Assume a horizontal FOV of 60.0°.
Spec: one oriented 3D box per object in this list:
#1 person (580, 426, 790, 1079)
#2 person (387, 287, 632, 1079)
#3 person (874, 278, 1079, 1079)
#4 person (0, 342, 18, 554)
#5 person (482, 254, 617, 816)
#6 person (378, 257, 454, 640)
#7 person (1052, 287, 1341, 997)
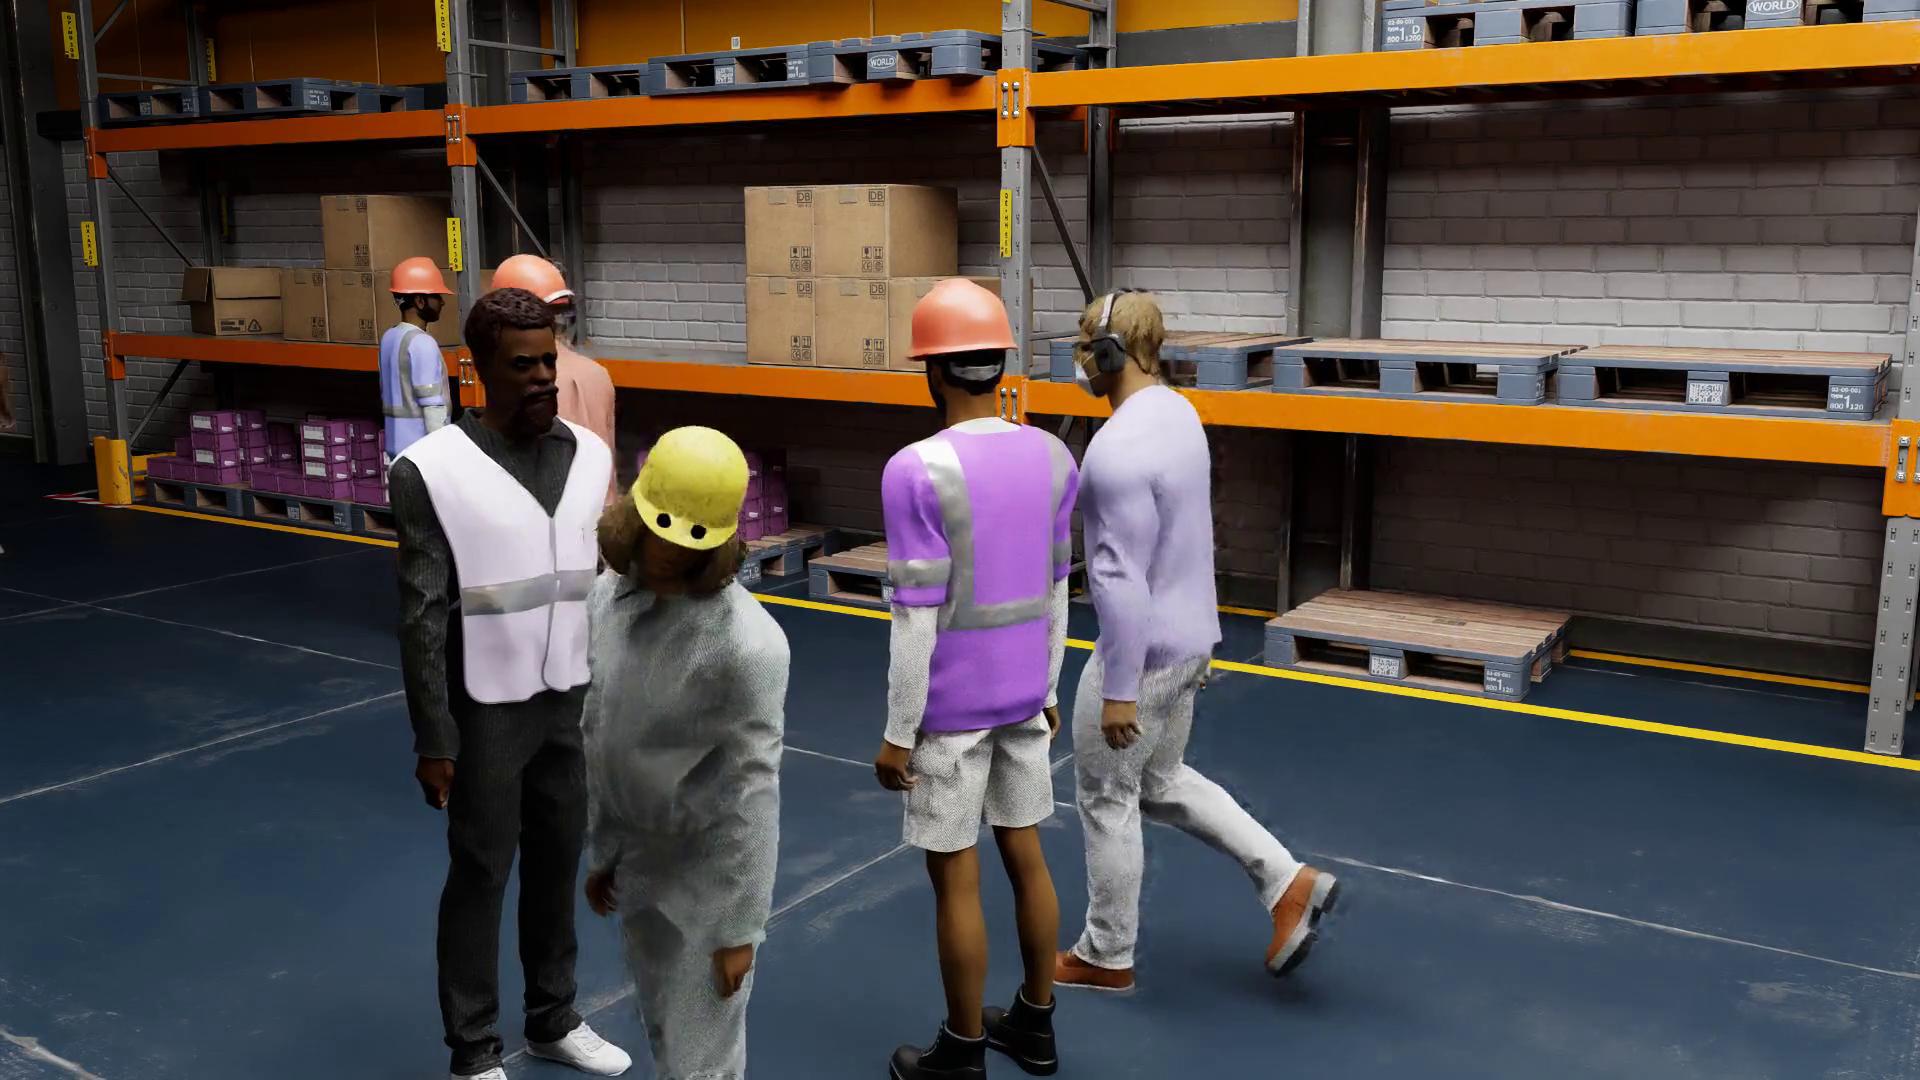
[{"bbox_3d":[-0.518,0.635,3.057,0.504,1.708,0.340,10,14,43],"label":"person"},{"bbox_3d":[-1.035,0.379,3.870,0.372,1.916,0.596,7,12,33],"label":"person"},{"bbox_3d":[0.017,0.363,3.911,0.550,1.933,0.374,-9,14,-41],"label":"person"},{"bbox_3d":[-6.342,-0.884,10.529,0.535,2.000,0.694,4,11,22],"label":"person"},{"bbox_3d":[-1.329,0.025,5.664,0.614,1.975,0.629,5,11,27],"label":"person"},{"bbox_3d":[-2.662,-0.428,8.289,0.356,1.937,0.552,-9,13,-40],"label":"person"},{"bbox_3d":[0.582,0.301,4.353,0.740,1.911,0.647,4,11,23],"label":"person"}]
